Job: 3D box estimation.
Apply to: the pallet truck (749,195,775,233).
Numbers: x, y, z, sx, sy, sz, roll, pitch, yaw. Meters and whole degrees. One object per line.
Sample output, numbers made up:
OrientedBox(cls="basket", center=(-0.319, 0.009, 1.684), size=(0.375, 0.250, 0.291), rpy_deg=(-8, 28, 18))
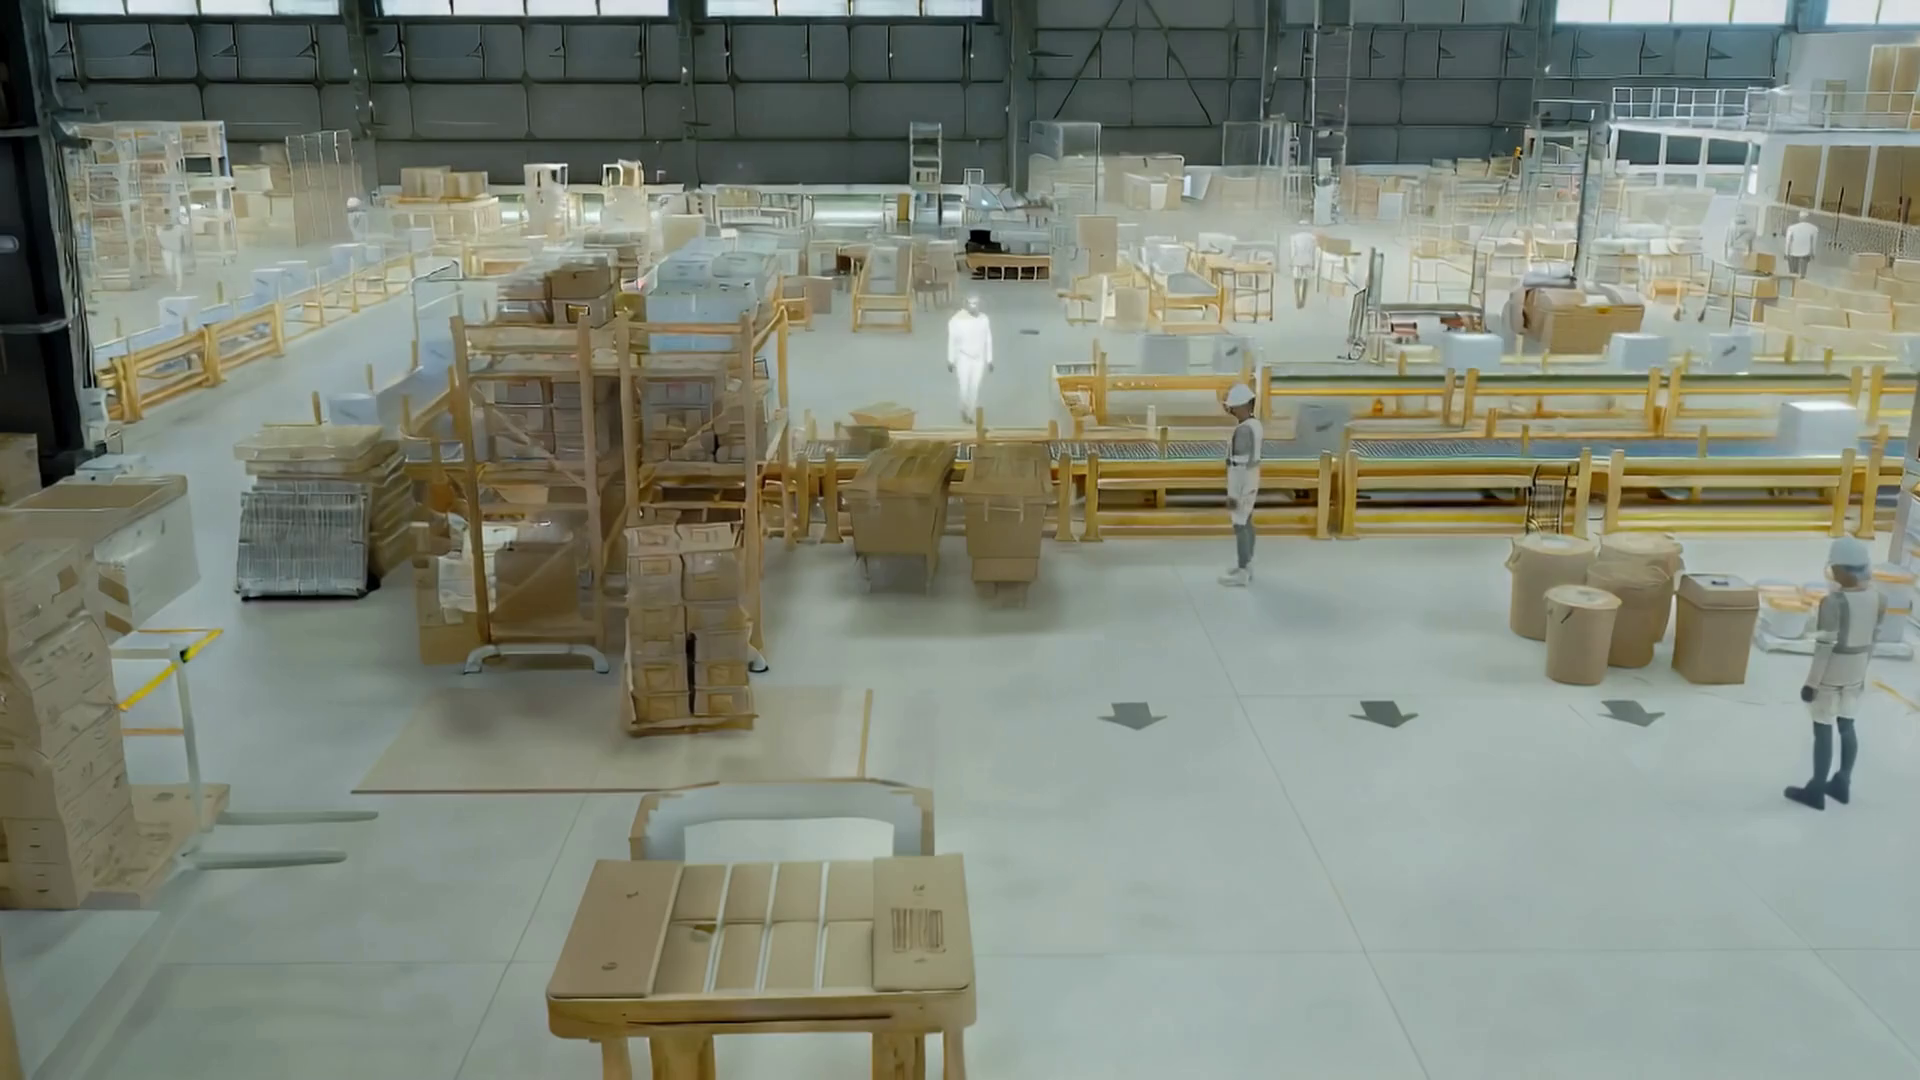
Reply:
OrientedBox(cls="pallet truck", center=(-6.051, -9.967, 50.660), size=(0.680, 1.201, 1.601), rpy_deg=(0, 16, -1))

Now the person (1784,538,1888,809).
OrientedBox(cls="person", center=(6.079, 0.925, 11.551), size=(0.543, 1.932, 0.370), rpy_deg=(-6, 17, -20))

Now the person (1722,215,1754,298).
OrientedBox(cls="person", center=(17.090, -6.221, 36.593), size=(0.598, 1.826, 0.403), rpy_deg=(14, 21, 39))

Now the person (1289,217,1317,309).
OrientedBox(cls="person", center=(7.230, -5.827, 35.077), size=(0.551, 1.910, 0.824), rpy_deg=(2, 16, 6))

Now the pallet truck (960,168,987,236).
OrientedBox(cls="pallet truck", center=(0.383, -10.230, 50.206), size=(0.823, 1.965, 1.885), rpy_deg=(-1, 16, -3))

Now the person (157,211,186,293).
OrientedBox(cls="person", center=(-17.815, -6.532, 37.636), size=(0.585, 1.834, 0.501), rpy_deg=(-2, 16, -6))

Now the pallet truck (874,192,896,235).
OrientedBox(cls="pallet truck", center=(-2.277, -9.986, 50.594), size=(0.653, 1.274, 1.630), rpy_deg=(0, 16, -1))

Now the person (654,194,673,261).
OrientedBox(cls="person", center=(-7.668, -8.200, 43.648), size=(0.891, 1.730, 0.527), rpy_deg=(-11, 19, -33))

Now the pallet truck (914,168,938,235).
OrientedBox(cls="pallet truck", center=(-0.989, -10.316, 50.507), size=(0.823, 1.965, 1.885), rpy_deg=(1, 16, 3))

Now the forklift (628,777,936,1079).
OrientedBox(cls="forklift", center=(-0.542, 2.165, 5.552), size=(1.129, 2.768, 1.873), rpy_deg=(-1, 16, -2))

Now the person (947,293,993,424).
OrientedBox(cls="person", center=(0.169, -2.586, 23.816), size=(0.677, 1.889, 0.462), rpy_deg=(-8, 18, -25))

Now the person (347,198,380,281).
OrientedBox(cls="person", center=(-14.176, -7.045, 39.163), size=(0.629, 1.979, 1.096), rpy_deg=(8, 18, 26))

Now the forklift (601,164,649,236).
OrientedBox(cls="forklift", center=(-9.948, -10.127, 49.296), size=(1.157, 1.987, 2.680), rpy_deg=(-1, 16, -3))

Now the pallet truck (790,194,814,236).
OrientedBox(cls="pallet truck", center=(-4.814, -9.883, 50.259), size=(0.704, 1.261, 1.522), rpy_deg=(-1, 16, -3))

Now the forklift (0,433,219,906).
OrientedBox(cls="forklift", center=(-5.952, 0.780, 10.366), size=(1.873, 2.768, 1.129), rpy_deg=(0, 16, -1))

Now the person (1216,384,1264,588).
OrientedBox(cls="person", center=(2.760, -0.532, 16.436), size=(0.389, 2.034, 0.605), rpy_deg=(7, 17, 23))

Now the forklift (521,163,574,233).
OrientedBox(cls="forklift", center=(-12.233, -10.122, 49.298), size=(1.157, 1.987, 2.680), rpy_deg=(0, 16, -1))

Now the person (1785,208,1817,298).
OrientedBox(cls="person", center=(18.478, -6.301, 36.583), size=(0.632, 1.976, 0.528), rpy_deg=(5, 17, 16))
